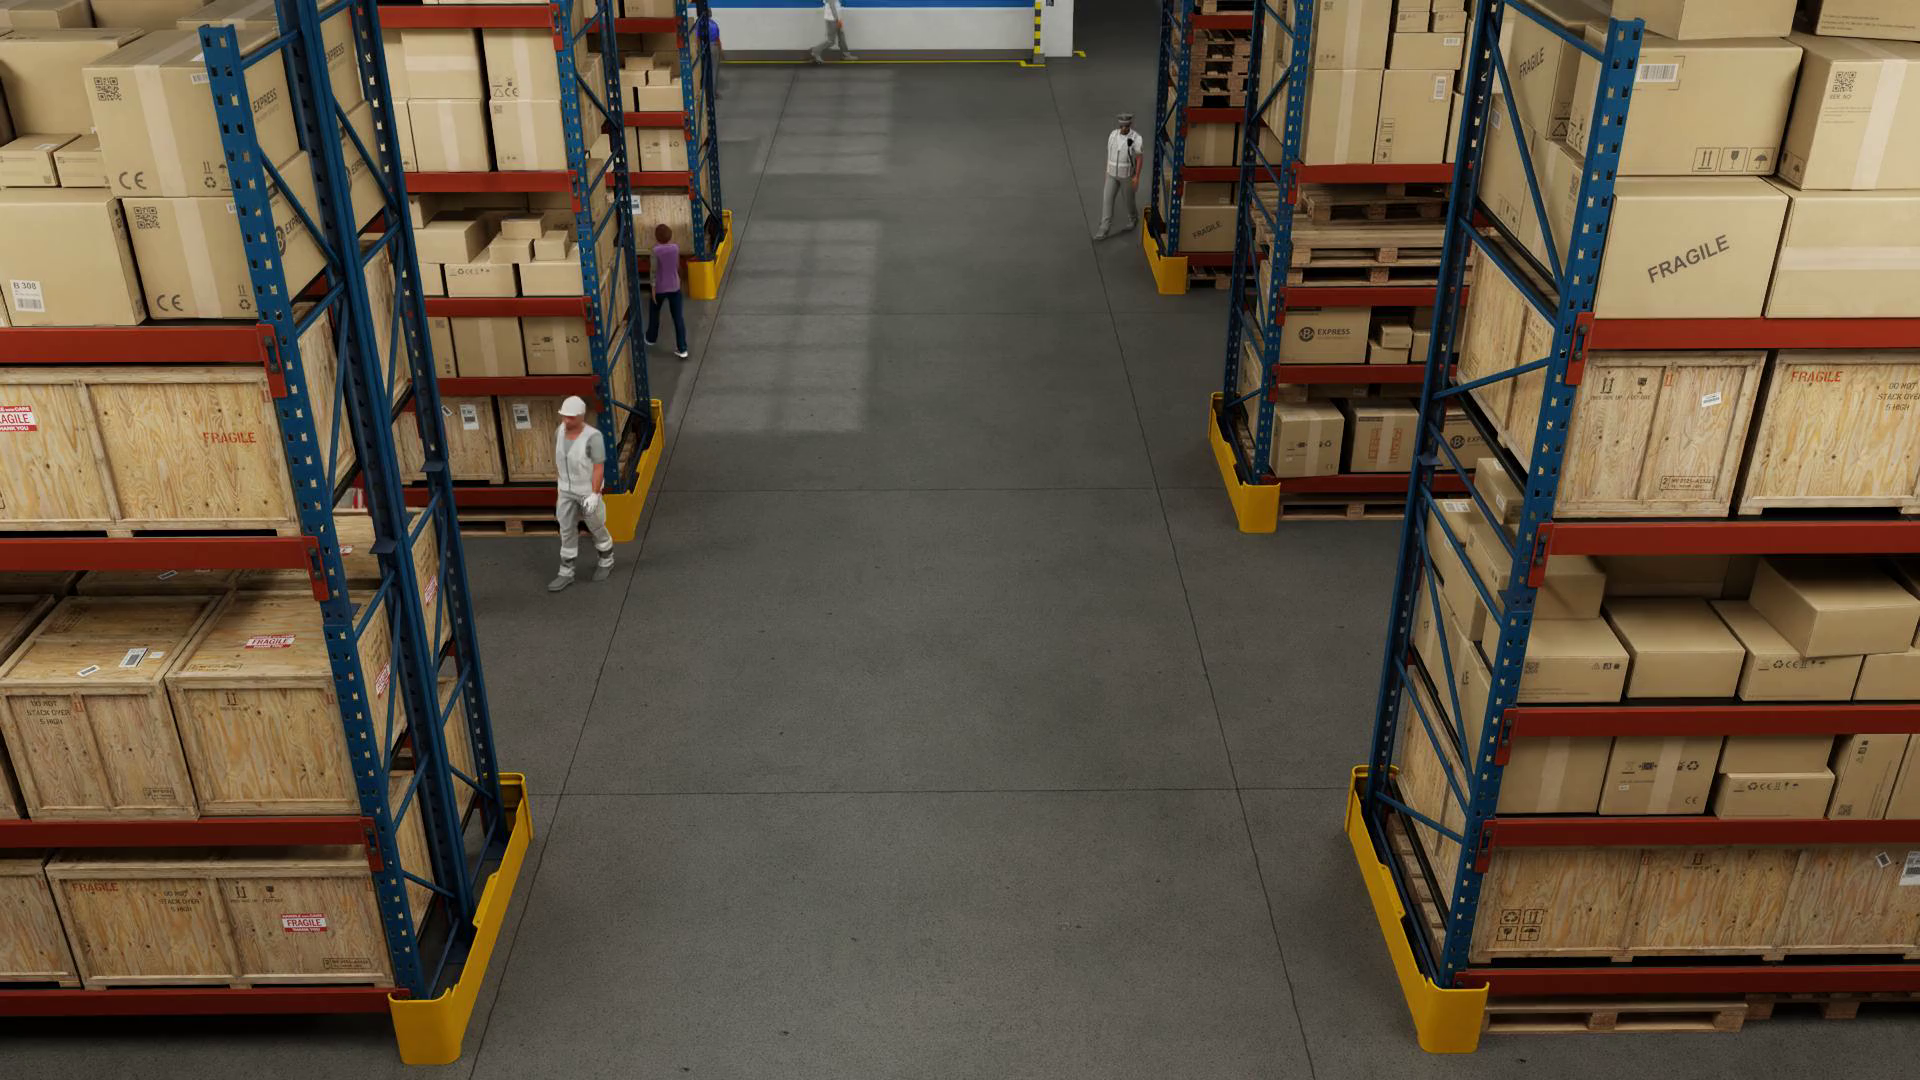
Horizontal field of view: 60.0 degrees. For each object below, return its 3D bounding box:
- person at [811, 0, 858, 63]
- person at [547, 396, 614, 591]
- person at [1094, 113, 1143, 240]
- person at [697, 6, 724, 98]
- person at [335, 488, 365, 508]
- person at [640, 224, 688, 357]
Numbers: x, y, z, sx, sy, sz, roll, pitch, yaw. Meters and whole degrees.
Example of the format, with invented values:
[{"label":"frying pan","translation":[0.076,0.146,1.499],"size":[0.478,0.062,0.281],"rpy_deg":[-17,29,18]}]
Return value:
[{"label":"person","translation":[-2.530,-10.489,33.423],"size":[0.876,1.741,0.583],"rpy_deg":[2,28,4]},{"label":"person","translation":[-3.380,-0.407,14.636],"size":[0.538,1.787,0.641],"rpy_deg":[12,31,22]},{"label":"person","translation":[2.288,-5.176,23.566],"size":[0.572,1.719,0.916],"rpy_deg":[12,31,21]},{"label":"person","translation":[-4.581,-9.079,30.909],"size":[0.458,1.677,0.477],"rpy_deg":[14,31,24]},{"label":"person","translation":[-5.285,-0.073,14.005],"size":[0.801,1.774,0.552],"rpy_deg":[-8,29,-14]},{"label":"person","translation":[-3.502,-2.991,19.640],"size":[0.439,1.563,0.846],"rpy_deg":[-17,32,-28]}]
